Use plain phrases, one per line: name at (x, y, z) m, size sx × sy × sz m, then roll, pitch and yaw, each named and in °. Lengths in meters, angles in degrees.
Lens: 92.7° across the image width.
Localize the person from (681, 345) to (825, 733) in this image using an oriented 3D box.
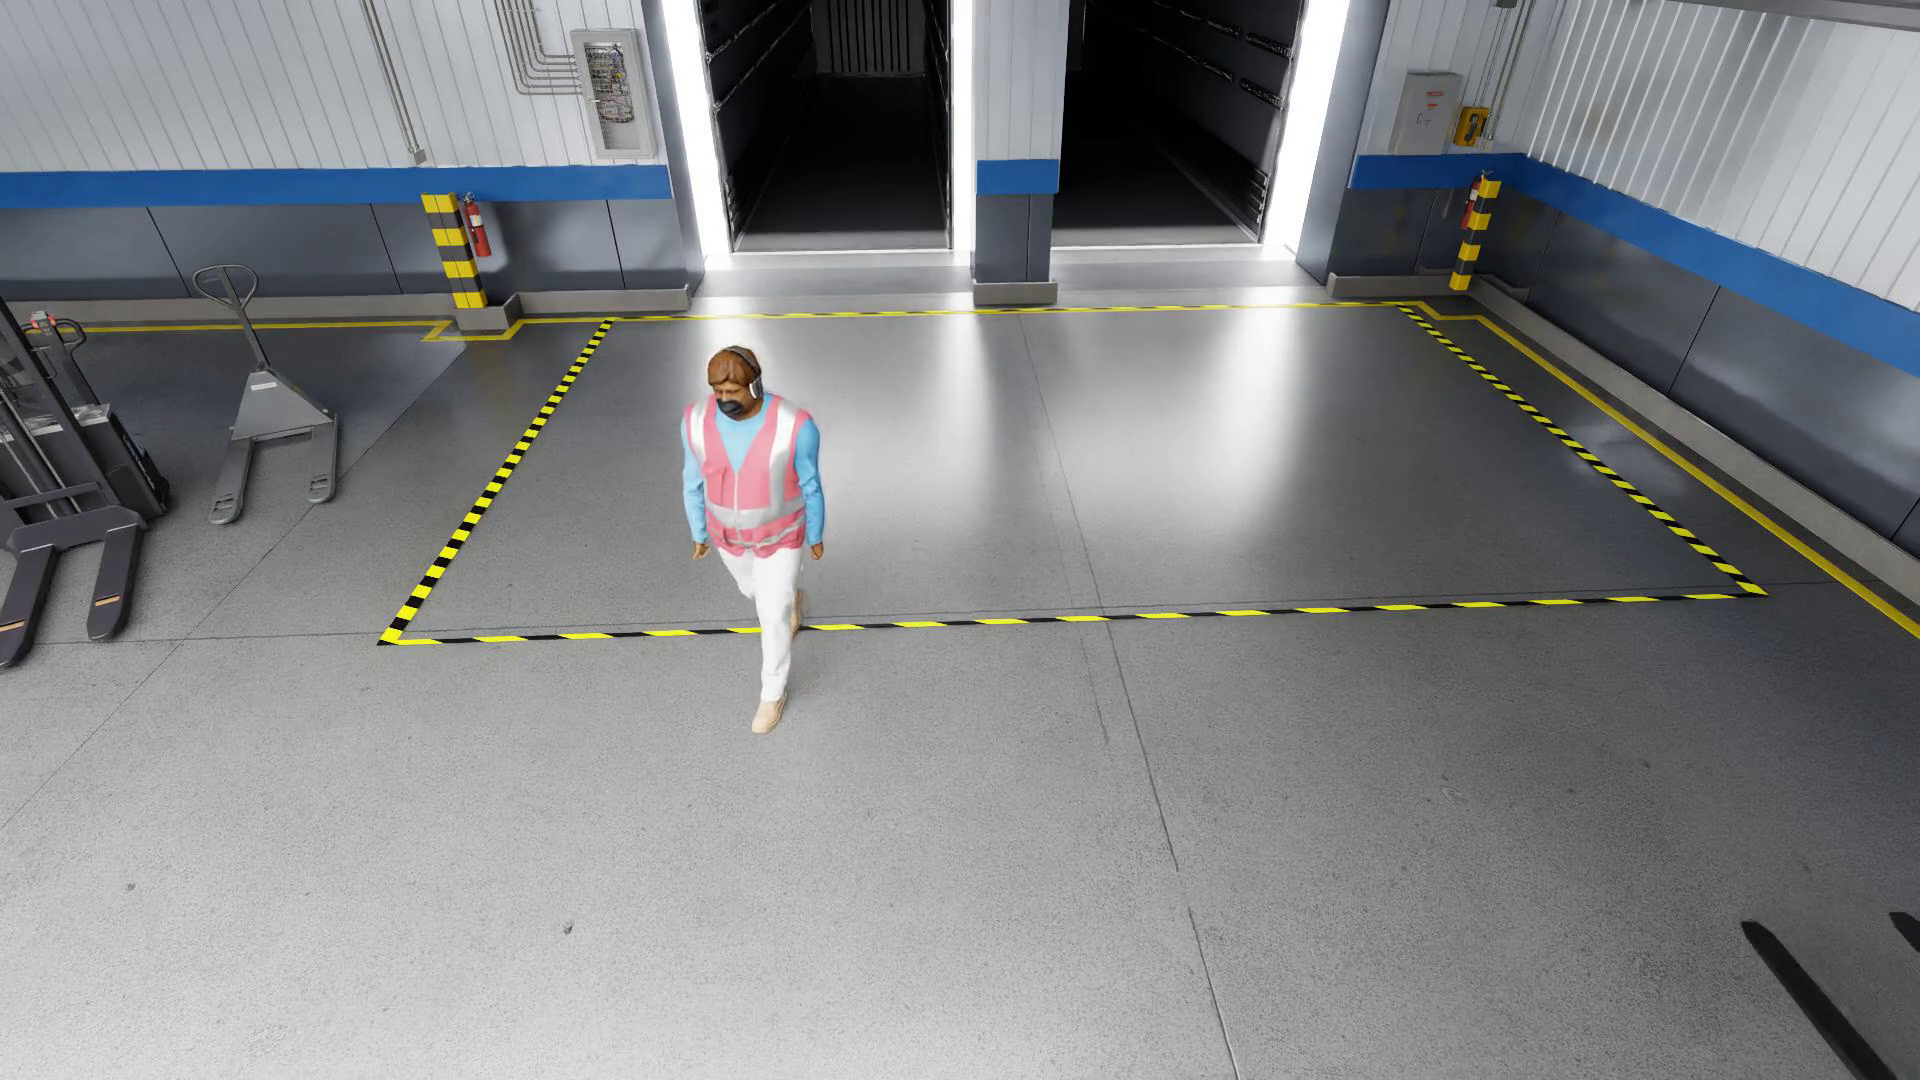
person at (-0.934, -0.063, 4.253) m, size 0.637 × 1.800 × 0.942 m, roll 6°, pitch 35°, yaw 9°

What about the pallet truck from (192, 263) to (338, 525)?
pallet truck at (-4.778, -1.027, 6.128) m, size 0.680 × 1.201 × 1.601 m, roll -17°, pitch 38°, yaw -23°

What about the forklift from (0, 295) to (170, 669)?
forklift at (-5.212, -0.618, 4.878) m, size 0.823 × 1.965 × 1.885 m, roll -20°, pitch 39°, yaw -26°
